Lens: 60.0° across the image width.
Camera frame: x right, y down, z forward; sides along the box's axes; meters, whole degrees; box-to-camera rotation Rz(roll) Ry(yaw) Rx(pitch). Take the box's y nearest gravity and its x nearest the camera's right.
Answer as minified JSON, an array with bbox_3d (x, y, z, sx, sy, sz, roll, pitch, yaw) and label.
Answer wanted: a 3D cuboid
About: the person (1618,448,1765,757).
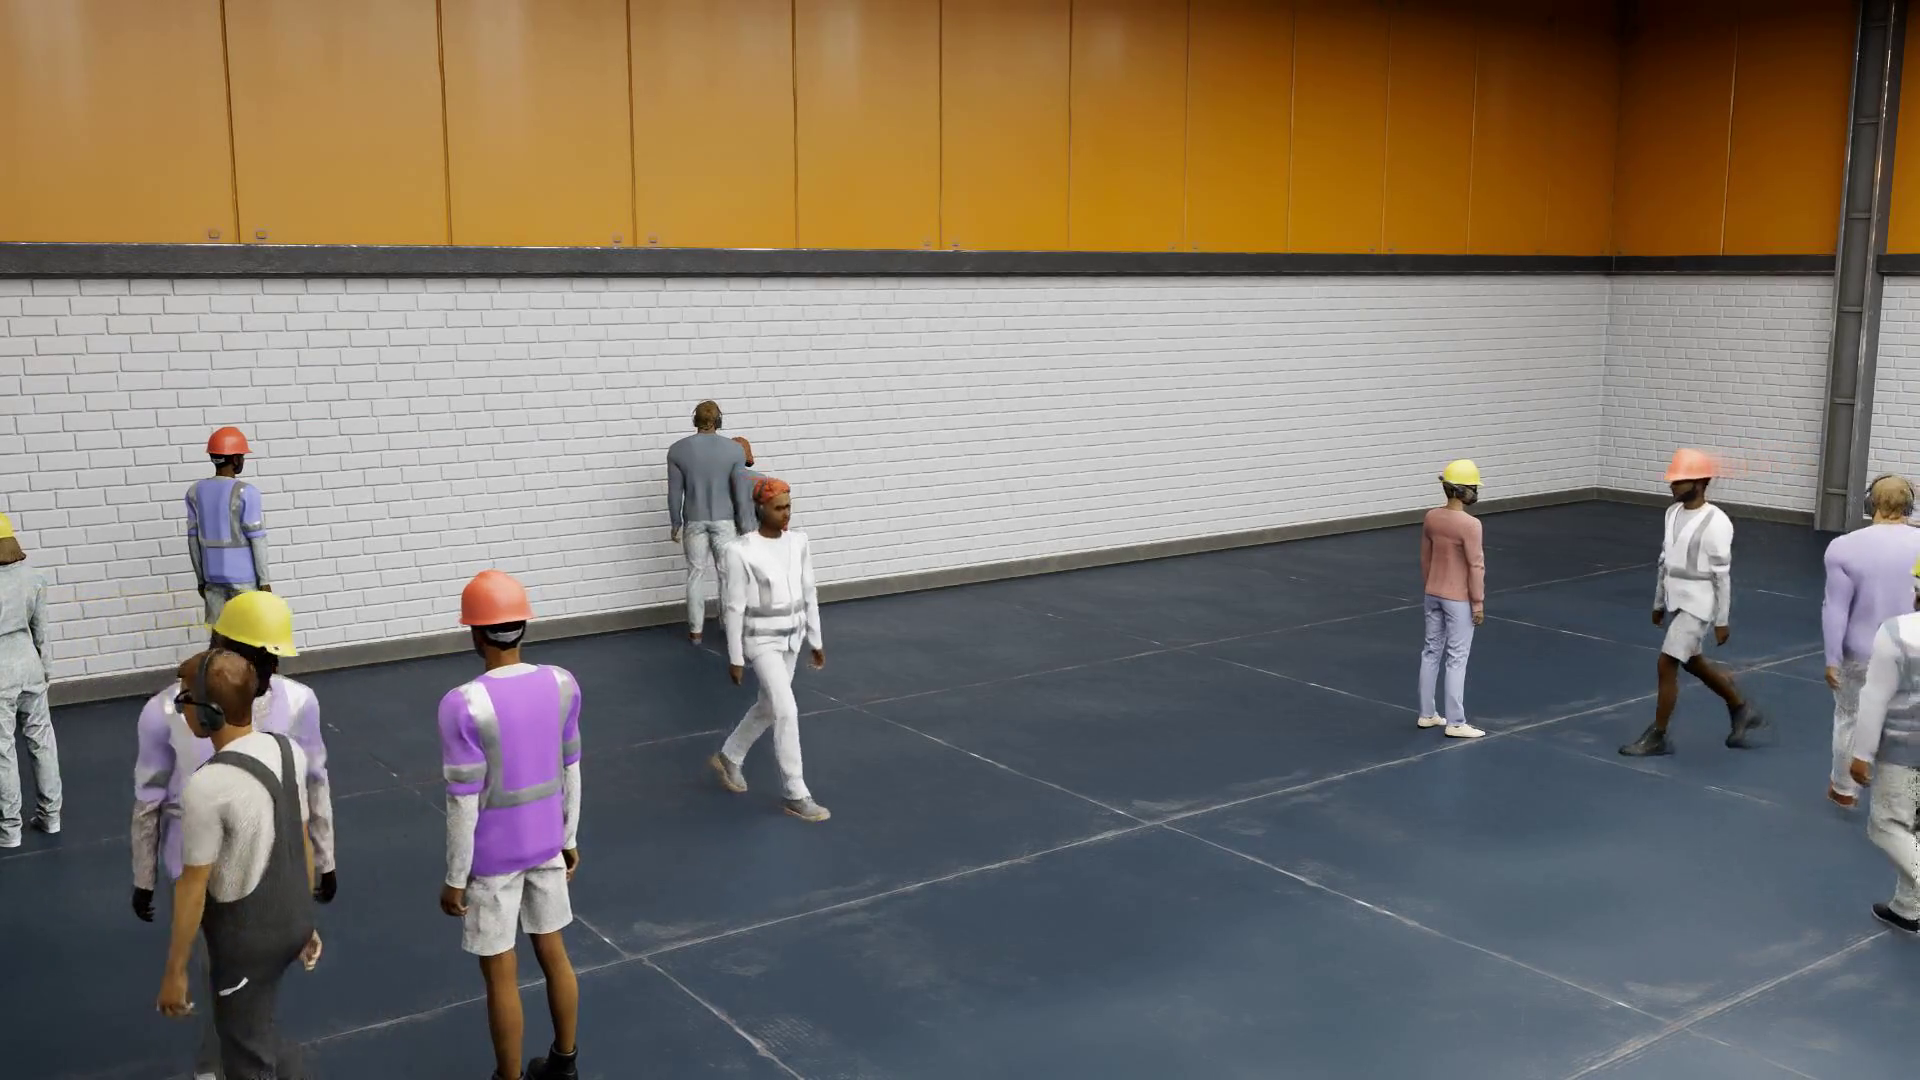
[{"bbox_3d":[4.519,0.381,10.115,0.936,1.903,0.559,-1,9,-7],"label":"person"}]

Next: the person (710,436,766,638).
[{"bbox_3d":[-1.776,-0.018,13.382,0.494,1.624,0.279,-1,9,-6],"label":"person"}]

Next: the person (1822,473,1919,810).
[{"bbox_3d":[4.860,0.597,8.754,0.635,1.909,0.970,2,9,13],"label":"person"}]

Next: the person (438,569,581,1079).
[{"bbox_3d":[-1.562,1.064,5.761,0.391,1.935,0.556,7,12,38],"label":"person"}]

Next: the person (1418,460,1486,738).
[{"bbox_3d":[3.132,0.370,10.553,0.311,1.767,0.526,-4,10,-24],"label":"person"}]

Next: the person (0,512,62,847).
[{"bbox_3d":[-4.920,0.704,8.565,0.300,1.742,0.492,4,10,24],"label":"person"}]

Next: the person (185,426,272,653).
[{"bbox_3d":[-4.770,0.220,10.943,0.553,1.935,0.362,2,9,14],"label":"person"}]

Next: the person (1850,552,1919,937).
[{"bbox_3d":[4.182,0.902,7.131,0.598,1.808,0.694,-1,9,-7],"label":"person"}]

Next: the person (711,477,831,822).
[{"bbox_3d":[-1.071,0.559,9.146,0.928,1.850,0.584,7,12,37],"label":"person"}]

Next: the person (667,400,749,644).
[{"bbox_3d":[-1.986,-0.137,13.164,0.651,1.935,0.357,0,9,-1],"label":"person"}]

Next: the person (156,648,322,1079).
[{"bbox_3d":[-2.178,1.228,5.074,0.390,1.830,0.505,1,9,5],"label":"person"}]

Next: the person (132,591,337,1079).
[{"bbox_3d":[-2.449,1.101,5.690,0.804,1.874,0.615,8,12,42],"label":"person"}]
